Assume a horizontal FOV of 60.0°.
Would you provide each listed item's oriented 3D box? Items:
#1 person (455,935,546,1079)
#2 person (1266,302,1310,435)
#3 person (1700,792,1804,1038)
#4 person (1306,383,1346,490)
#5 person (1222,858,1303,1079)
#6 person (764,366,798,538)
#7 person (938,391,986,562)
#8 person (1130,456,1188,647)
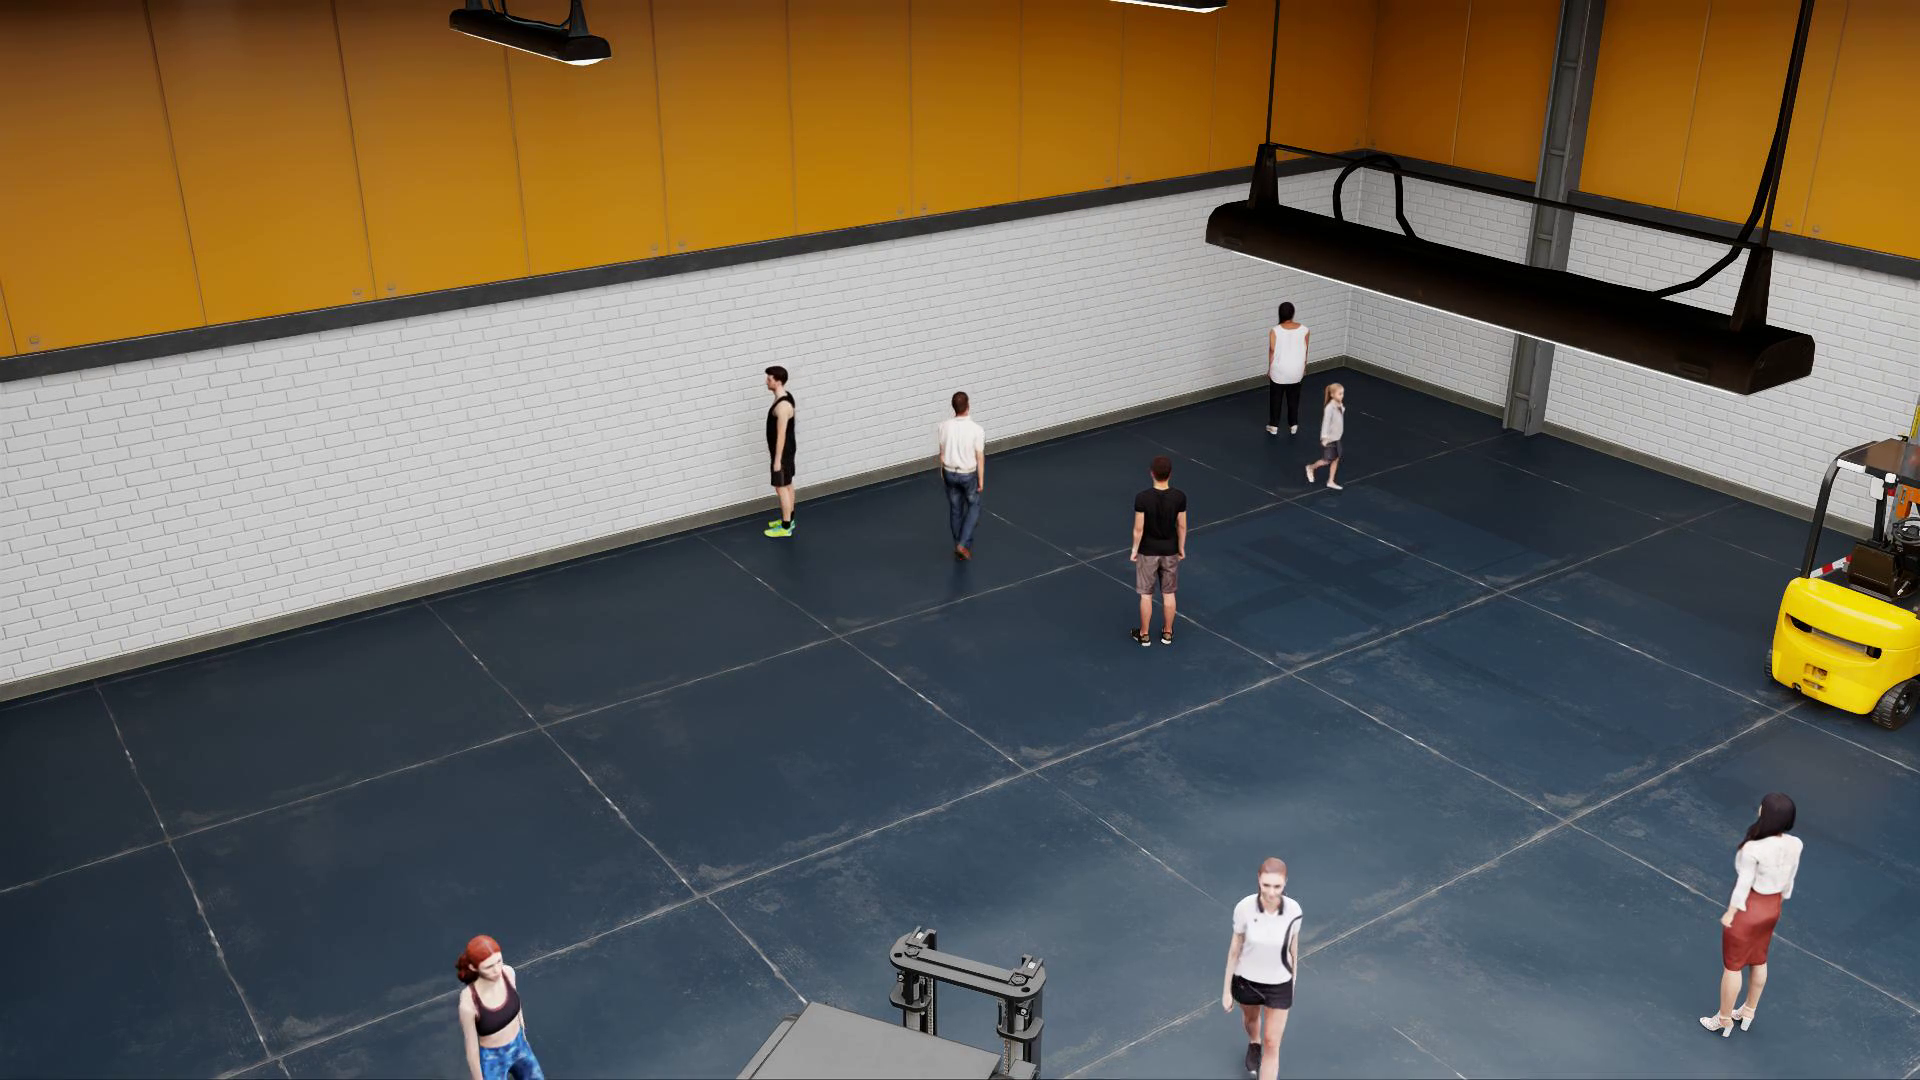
[{"bbox_3d":[-2.582,2.891,9.181,0.761,1.780,0.713,14,27,29],"label":"person"},{"bbox_3d":[4.084,-2.160,20.855,0.762,1.685,0.790,-1,24,-2],"label":"person"},{"bbox_3d":[4.982,2.355,10.444,0.650,1.751,0.600,-8,25,-18],"label":"person"},{"bbox_3d":[4.241,-1.206,19.194,0.547,1.267,0.701,-20,30,-37],"label":"person"},{"bbox_3d":[1.800,2.607,9.935,1.102,1.696,1.173,4,24,8],"label":"person"},{"bbox_3d":[-1.898,-0.973,17.881,0.845,1.891,0.738,-2,24,-4],"label":"person"},{"bbox_3d":[-0.024,-0.612,17.117,0.890,1.842,0.940,7,25,16],"label":"person"},{"bbox_3d":[1.840,0.102,15.463,0.772,1.858,0.761,-3,24,-7],"label":"person"}]
